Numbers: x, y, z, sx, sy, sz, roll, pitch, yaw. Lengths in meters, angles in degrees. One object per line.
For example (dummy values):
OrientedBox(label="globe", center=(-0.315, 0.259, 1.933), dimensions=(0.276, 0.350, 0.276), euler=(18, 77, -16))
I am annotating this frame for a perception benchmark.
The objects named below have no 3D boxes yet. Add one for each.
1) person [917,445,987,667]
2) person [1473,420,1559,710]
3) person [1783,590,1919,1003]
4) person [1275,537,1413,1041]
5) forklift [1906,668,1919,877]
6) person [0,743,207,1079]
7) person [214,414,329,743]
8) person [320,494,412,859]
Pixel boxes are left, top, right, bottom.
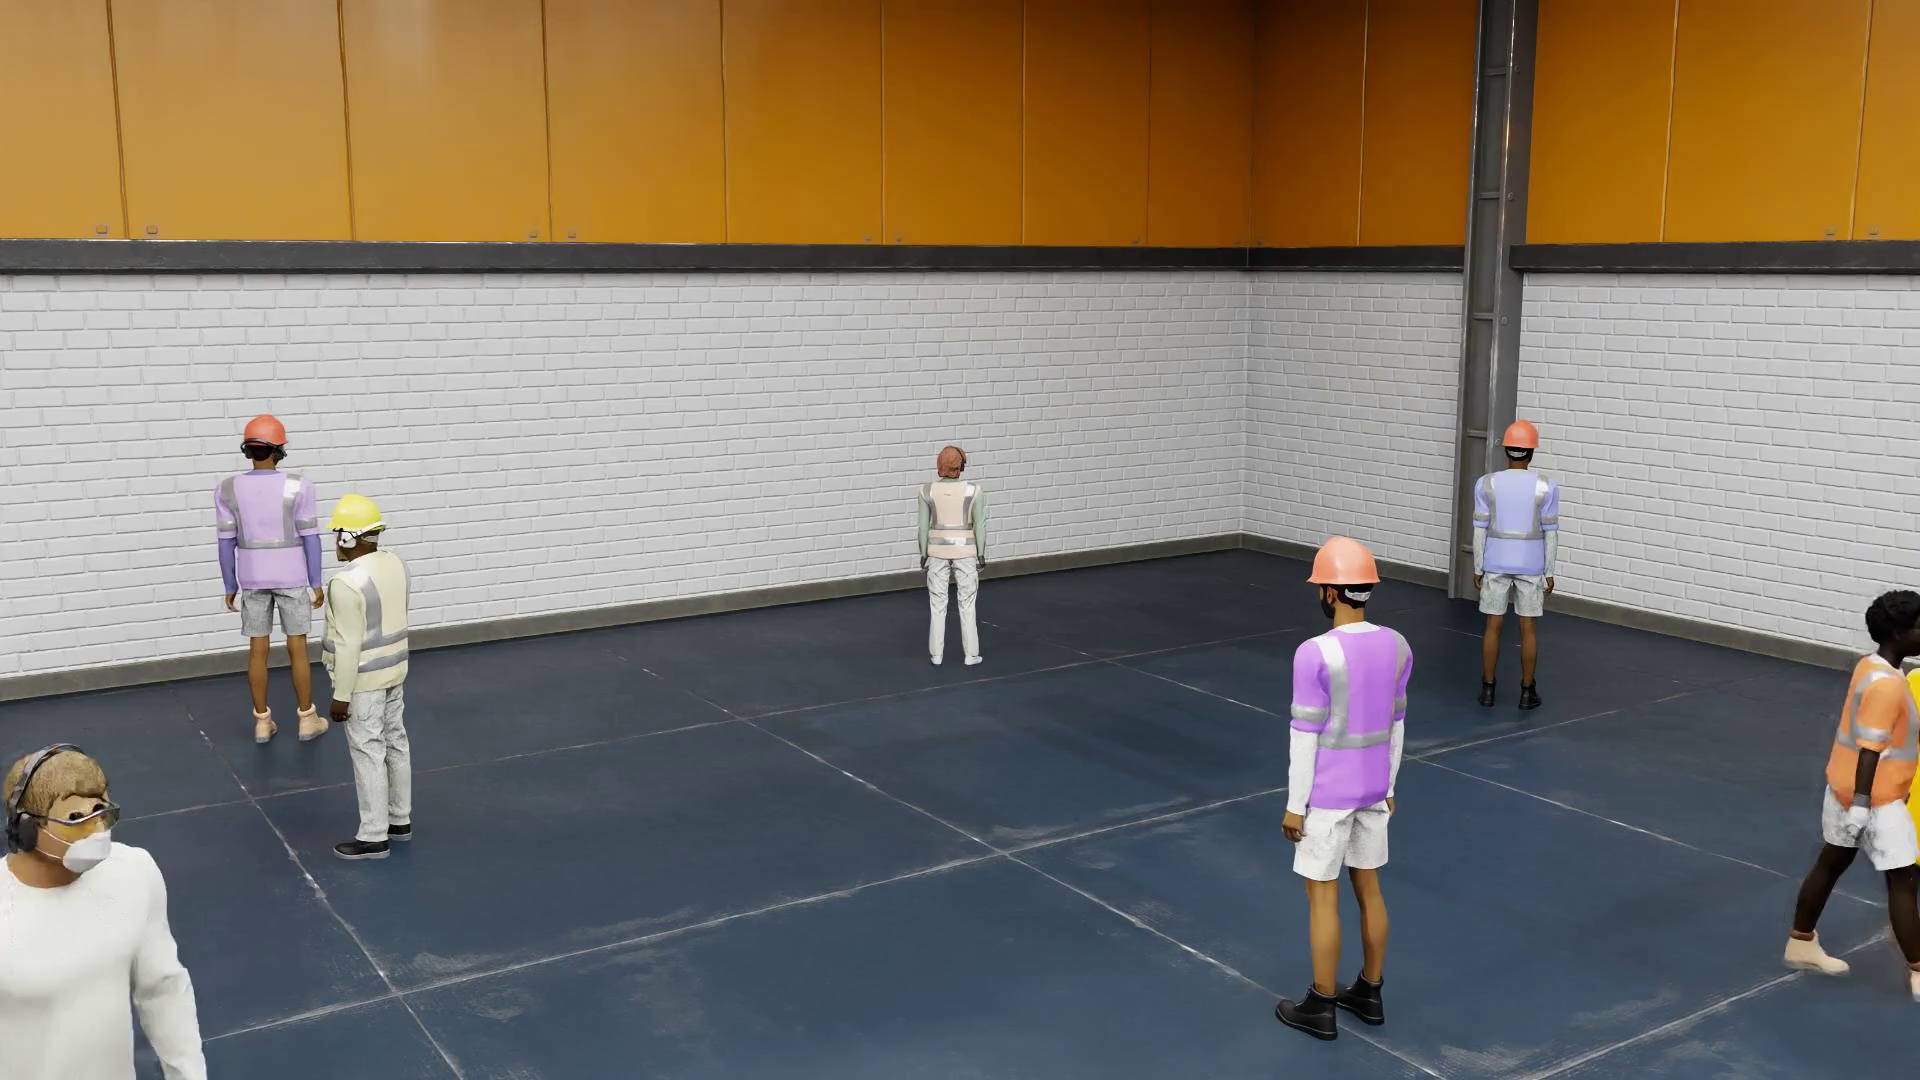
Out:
OrientedBox(label="person", center=(-0.057, 0.126, 12.248), dimensions=(0.512, 1.642, 0.312), euler=(1, 10, 8))
OrientedBox(label="person", center=(3.698, 0.168, 11.104), dimensions=(0.545, 1.938, 0.358), euler=(4, 10, 22))
OrientedBox(label="person", center=(3.800, 1.027, 6.732), dimensions=(0.798, 1.661, 0.564), euler=(4, 10, 23))
OrientedBox(label="person", center=(1.464, 0.949, 6.429), dimensions=(0.542, 1.933, 0.382), euler=(-6, 11, -31))
OrientedBox(label="forklift", center=(5.511, 0.571, 7.906), dimensions=(2.313, 2.155, 1.214), euler=(-6, 11, -33))
OrientedBox(label="person", center=(-2.015, 1.396, 3.878), dimensions=(1.021, 1.878, 0.630), euler=(3, 10, 17))
OrientedBox(label="person", center=(-4.266, 0.242, 10.339), dimensions=(0.605, 2.045, 0.387), euler=(-1, 9, -6))
OrientedBox(label="person", center=(-2.978, 0.679, 8.340), dimensions=(0.403, 1.833, 0.586), euler=(2, 10, 10))
